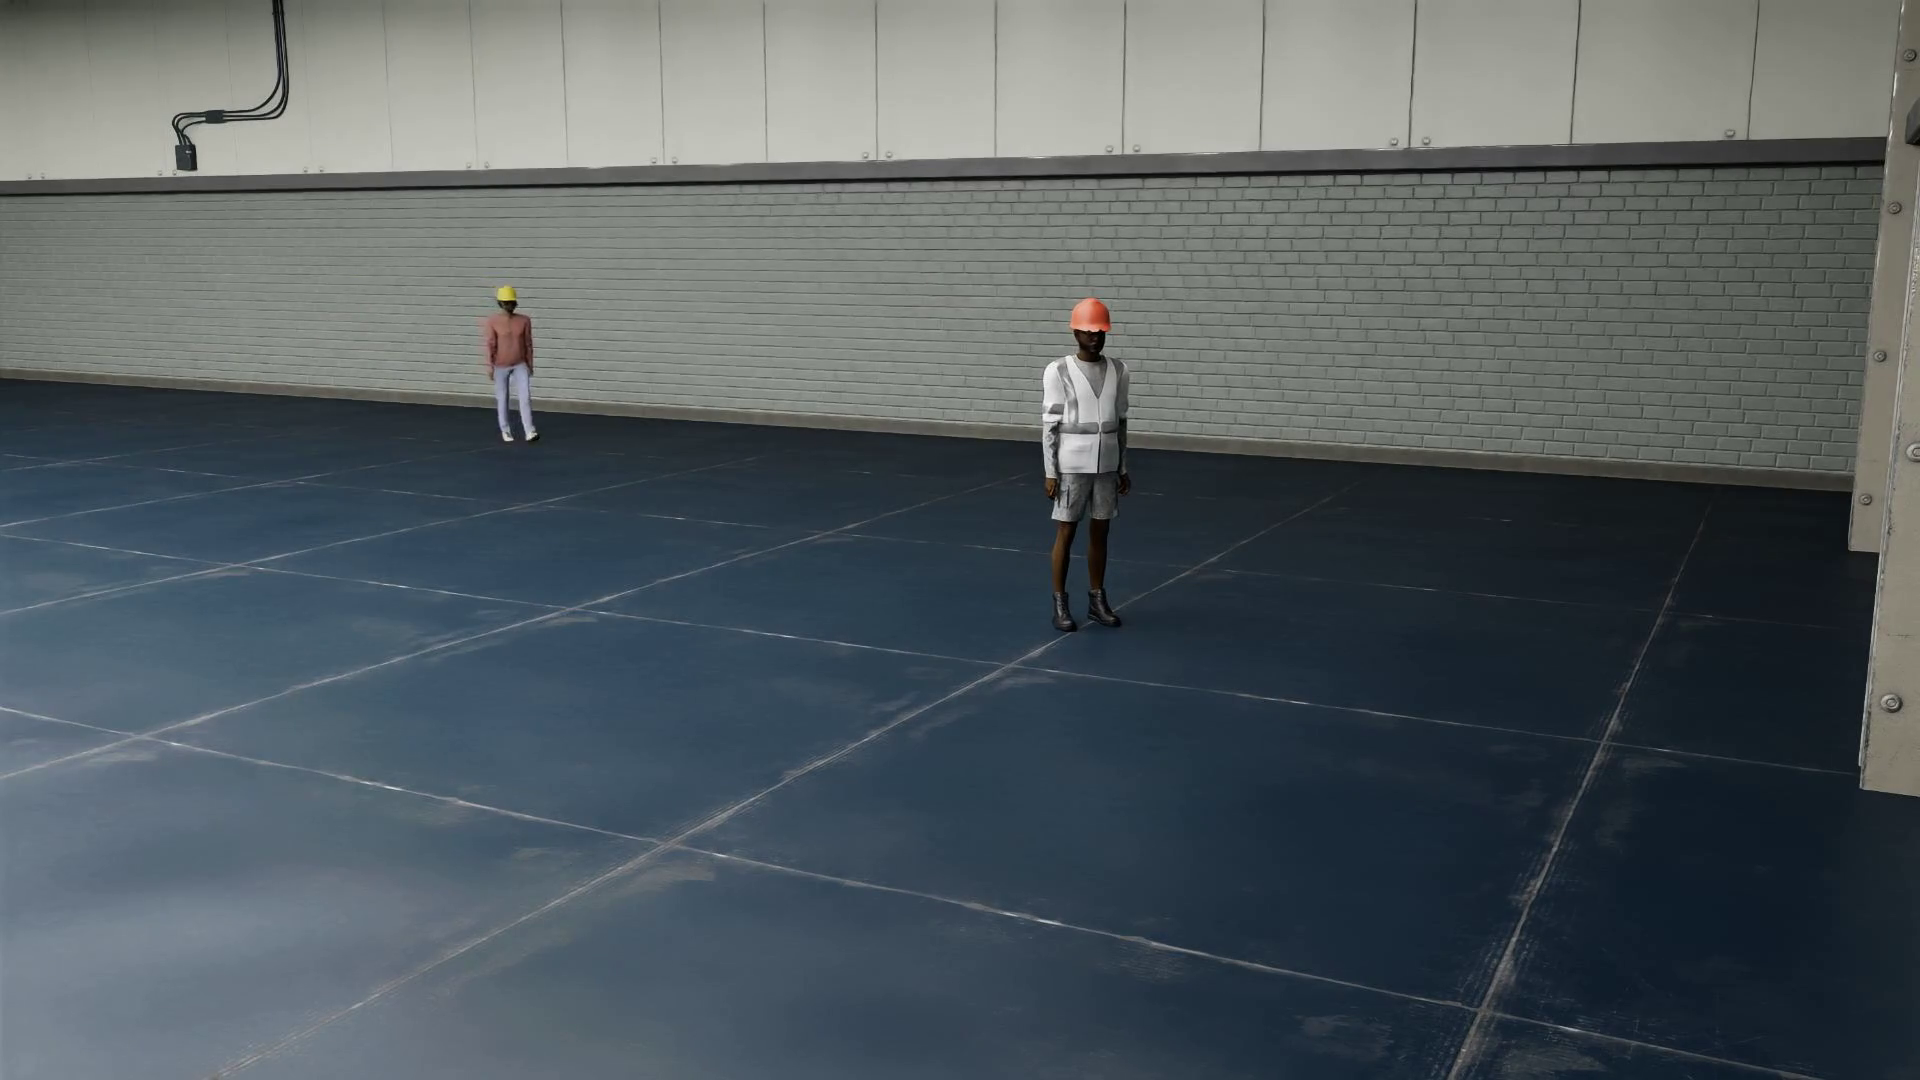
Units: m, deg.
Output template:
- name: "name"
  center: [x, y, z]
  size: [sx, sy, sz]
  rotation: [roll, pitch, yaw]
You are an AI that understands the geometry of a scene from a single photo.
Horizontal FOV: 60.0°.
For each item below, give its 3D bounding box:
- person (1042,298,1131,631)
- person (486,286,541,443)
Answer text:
- name: "person"
  center: [0.753, -0.435, 9.697]
  size: [0.553, 1.935, 0.363]
  rotation: [-4, 11, -22]
- name: "person"
  center: [-4.917, -1.912, 18.290]
  size: [0.550, 1.722, 0.885]
  rotation: [-6, 12, -30]
